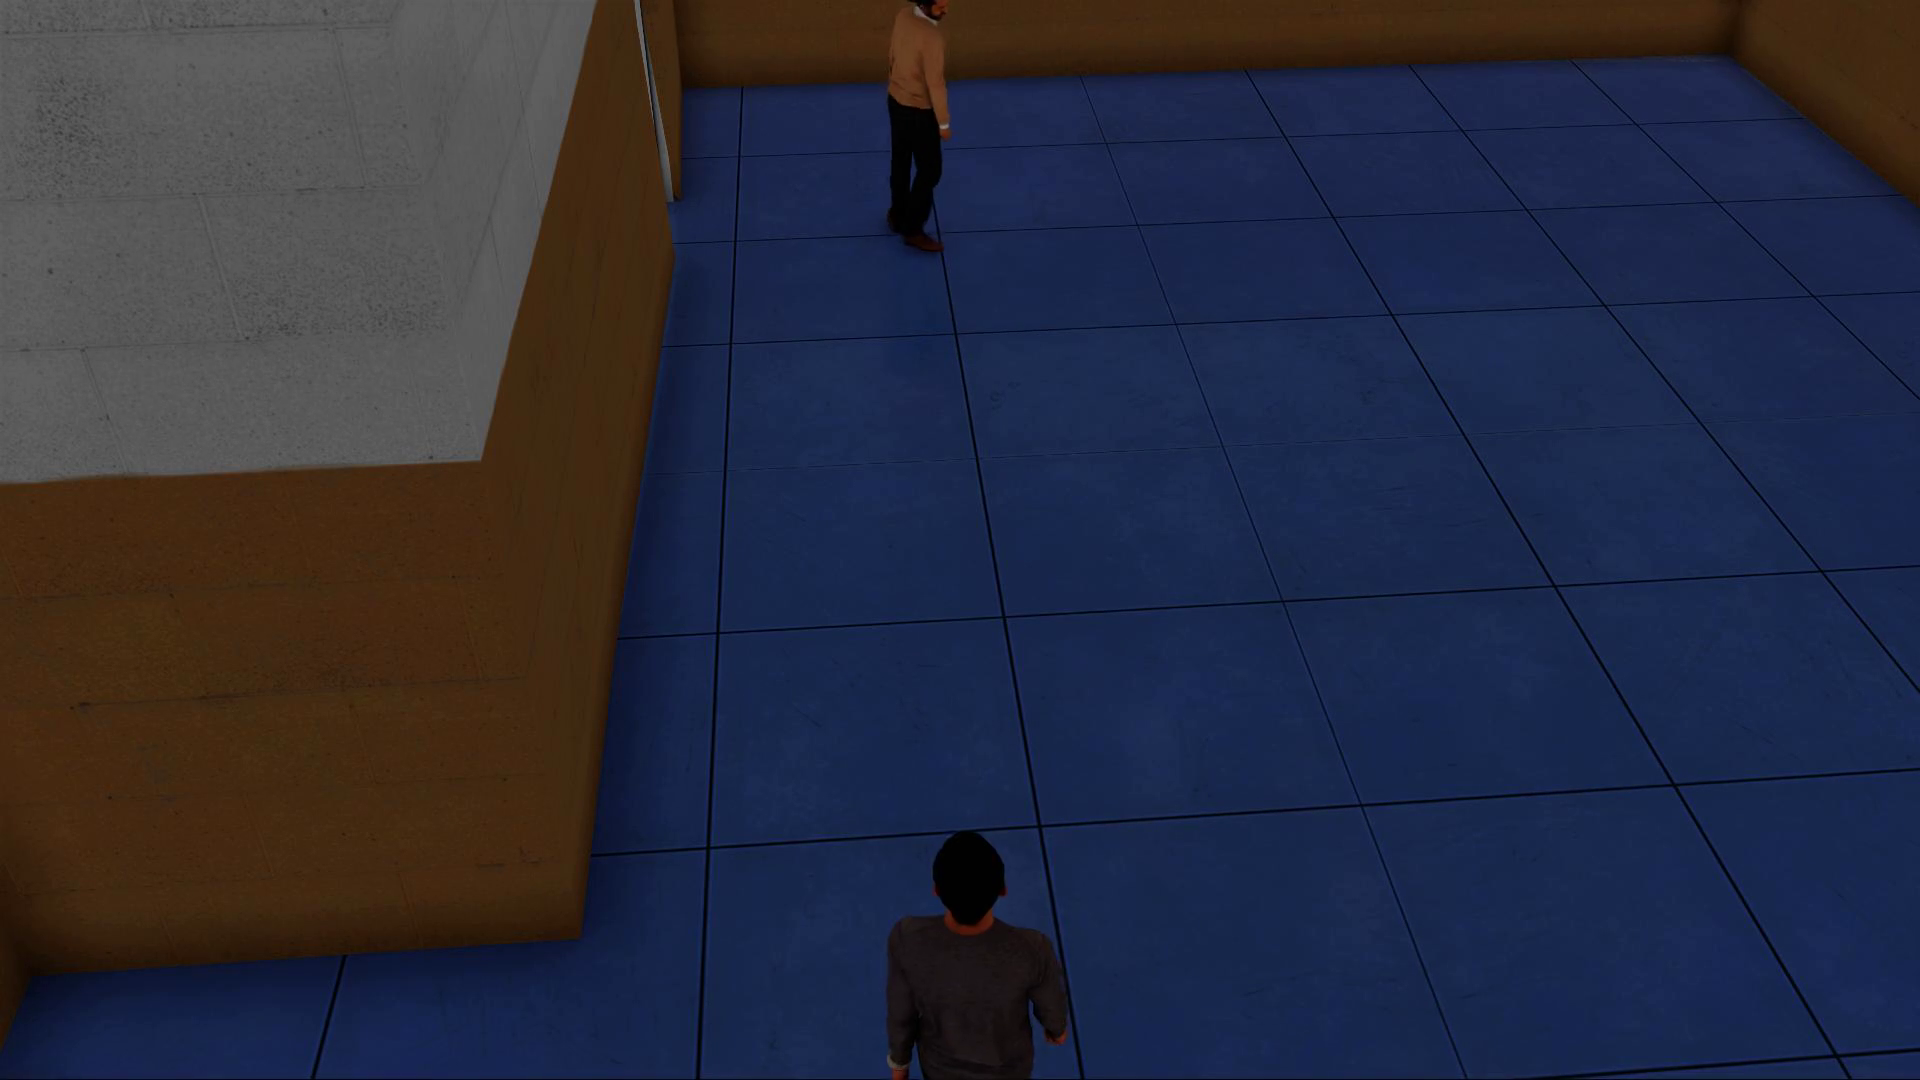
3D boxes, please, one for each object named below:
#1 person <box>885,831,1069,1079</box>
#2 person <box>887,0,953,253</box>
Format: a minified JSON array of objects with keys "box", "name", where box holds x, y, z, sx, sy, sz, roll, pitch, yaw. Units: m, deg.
[{"box":[0.022,1.573,4.735,1.064,1.736,0.936,-15,39,-19],"name":"person"},{"box":[-0.328,-2.700,10.436,0.790,1.718,0.916,-31,47,-34],"name":"person"}]
